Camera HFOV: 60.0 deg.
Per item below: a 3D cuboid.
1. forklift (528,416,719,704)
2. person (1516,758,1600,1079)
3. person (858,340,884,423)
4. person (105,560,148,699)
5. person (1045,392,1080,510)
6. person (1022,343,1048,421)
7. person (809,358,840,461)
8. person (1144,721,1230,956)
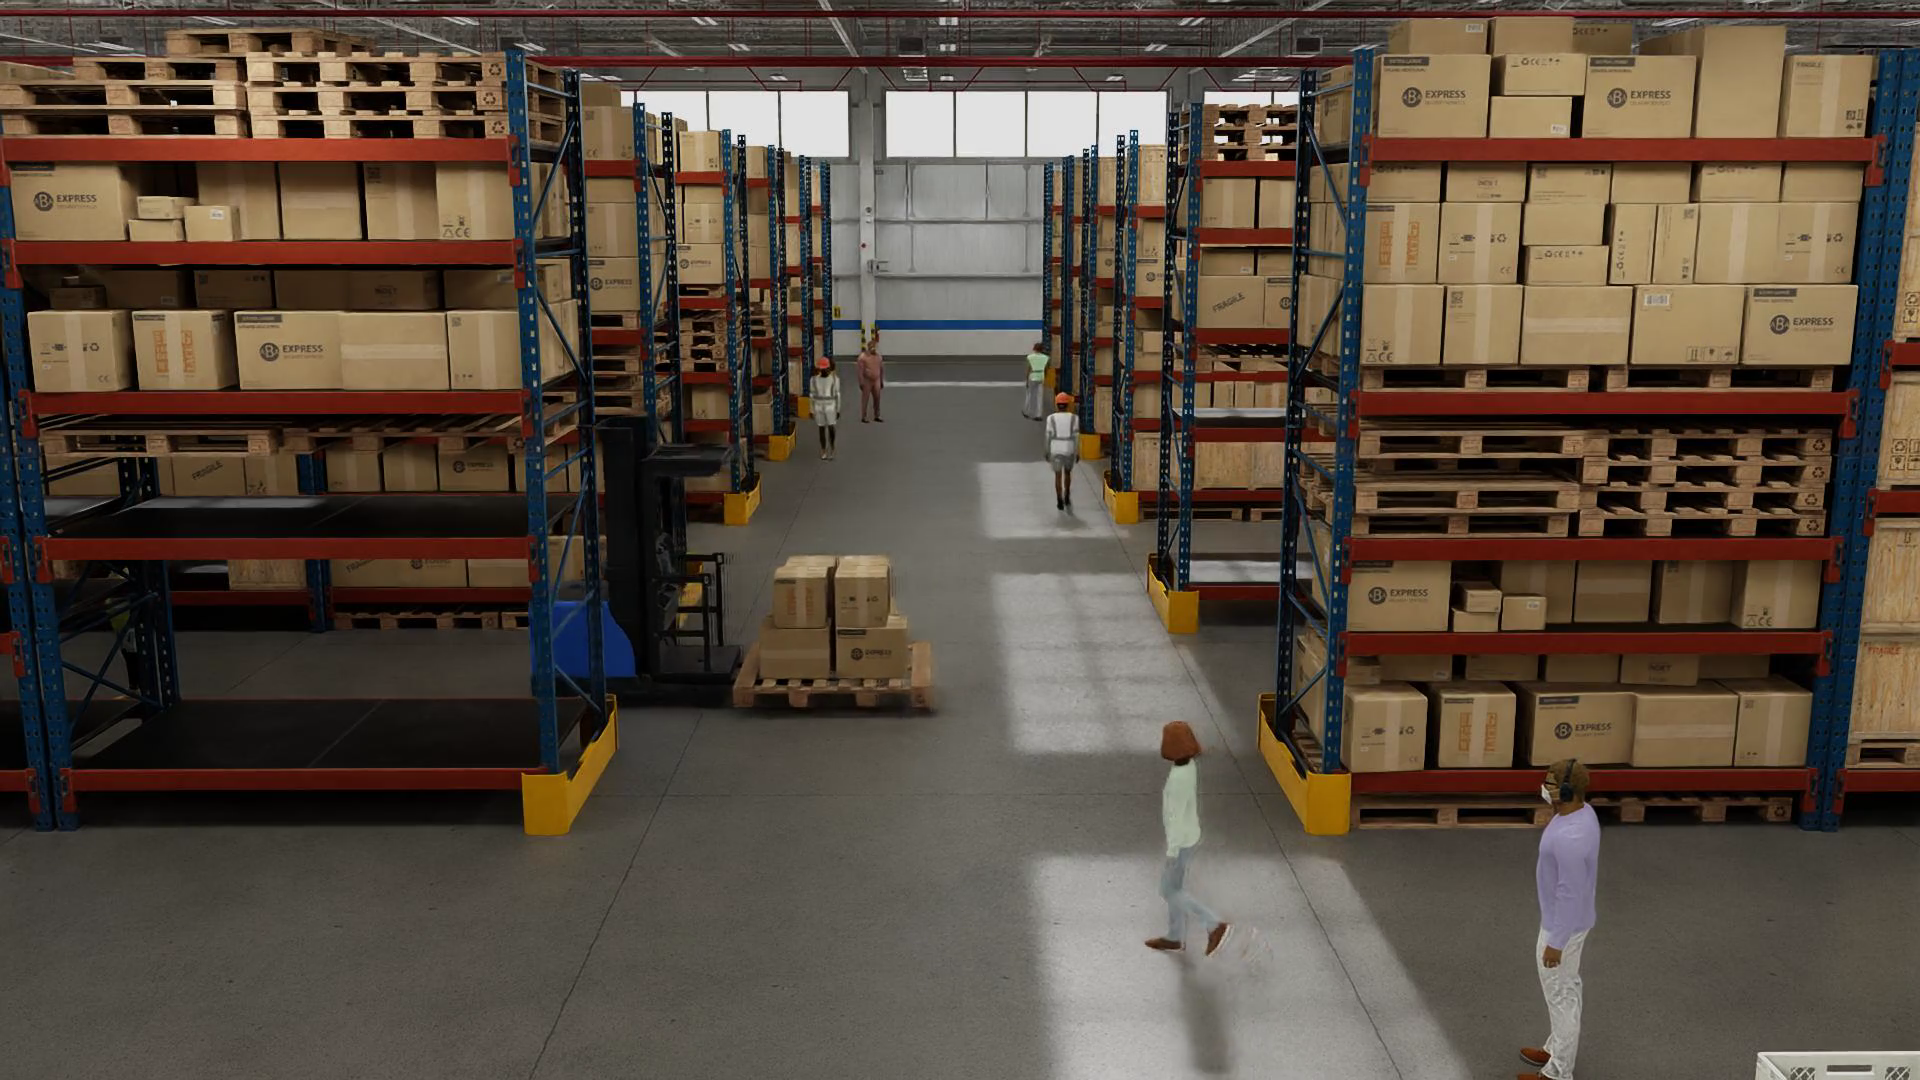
[{"bbox_3d":[-3.360,0.179,16.811,1.873,2.768,1.129,0,11,-1],"label":"forklift"},{"bbox_3d":[3.378,2.156,9.355,0.359,1.938,0.635,5,12,23],"label":"person"},{"bbox_3d":[-2.022,-3.626,38.133,0.651,1.900,0.399,-7,14,-32],"label":"person"},{"bbox_3d":[-8.284,0.834,16.512,0.321,1.697,0.530,-10,15,-42],"label":"person"},{"bbox_3d":[1.678,-1.493,27.514,0.570,1.905,0.875,0,11,-1],"label":"person"},{"bbox_3d":[1.752,-3.698,38.750,0.592,1.781,0.988,-4,12,-19],"label":"person"},{"bbox_3d":[-2.645,-2.536,32.413,0.610,2.014,0.779,0,11,2],"label":"person"},{"bbox_3d":[1.505,1.987,10.979,0.482,1.622,0.512,3,12,13],"label":"person"}]
